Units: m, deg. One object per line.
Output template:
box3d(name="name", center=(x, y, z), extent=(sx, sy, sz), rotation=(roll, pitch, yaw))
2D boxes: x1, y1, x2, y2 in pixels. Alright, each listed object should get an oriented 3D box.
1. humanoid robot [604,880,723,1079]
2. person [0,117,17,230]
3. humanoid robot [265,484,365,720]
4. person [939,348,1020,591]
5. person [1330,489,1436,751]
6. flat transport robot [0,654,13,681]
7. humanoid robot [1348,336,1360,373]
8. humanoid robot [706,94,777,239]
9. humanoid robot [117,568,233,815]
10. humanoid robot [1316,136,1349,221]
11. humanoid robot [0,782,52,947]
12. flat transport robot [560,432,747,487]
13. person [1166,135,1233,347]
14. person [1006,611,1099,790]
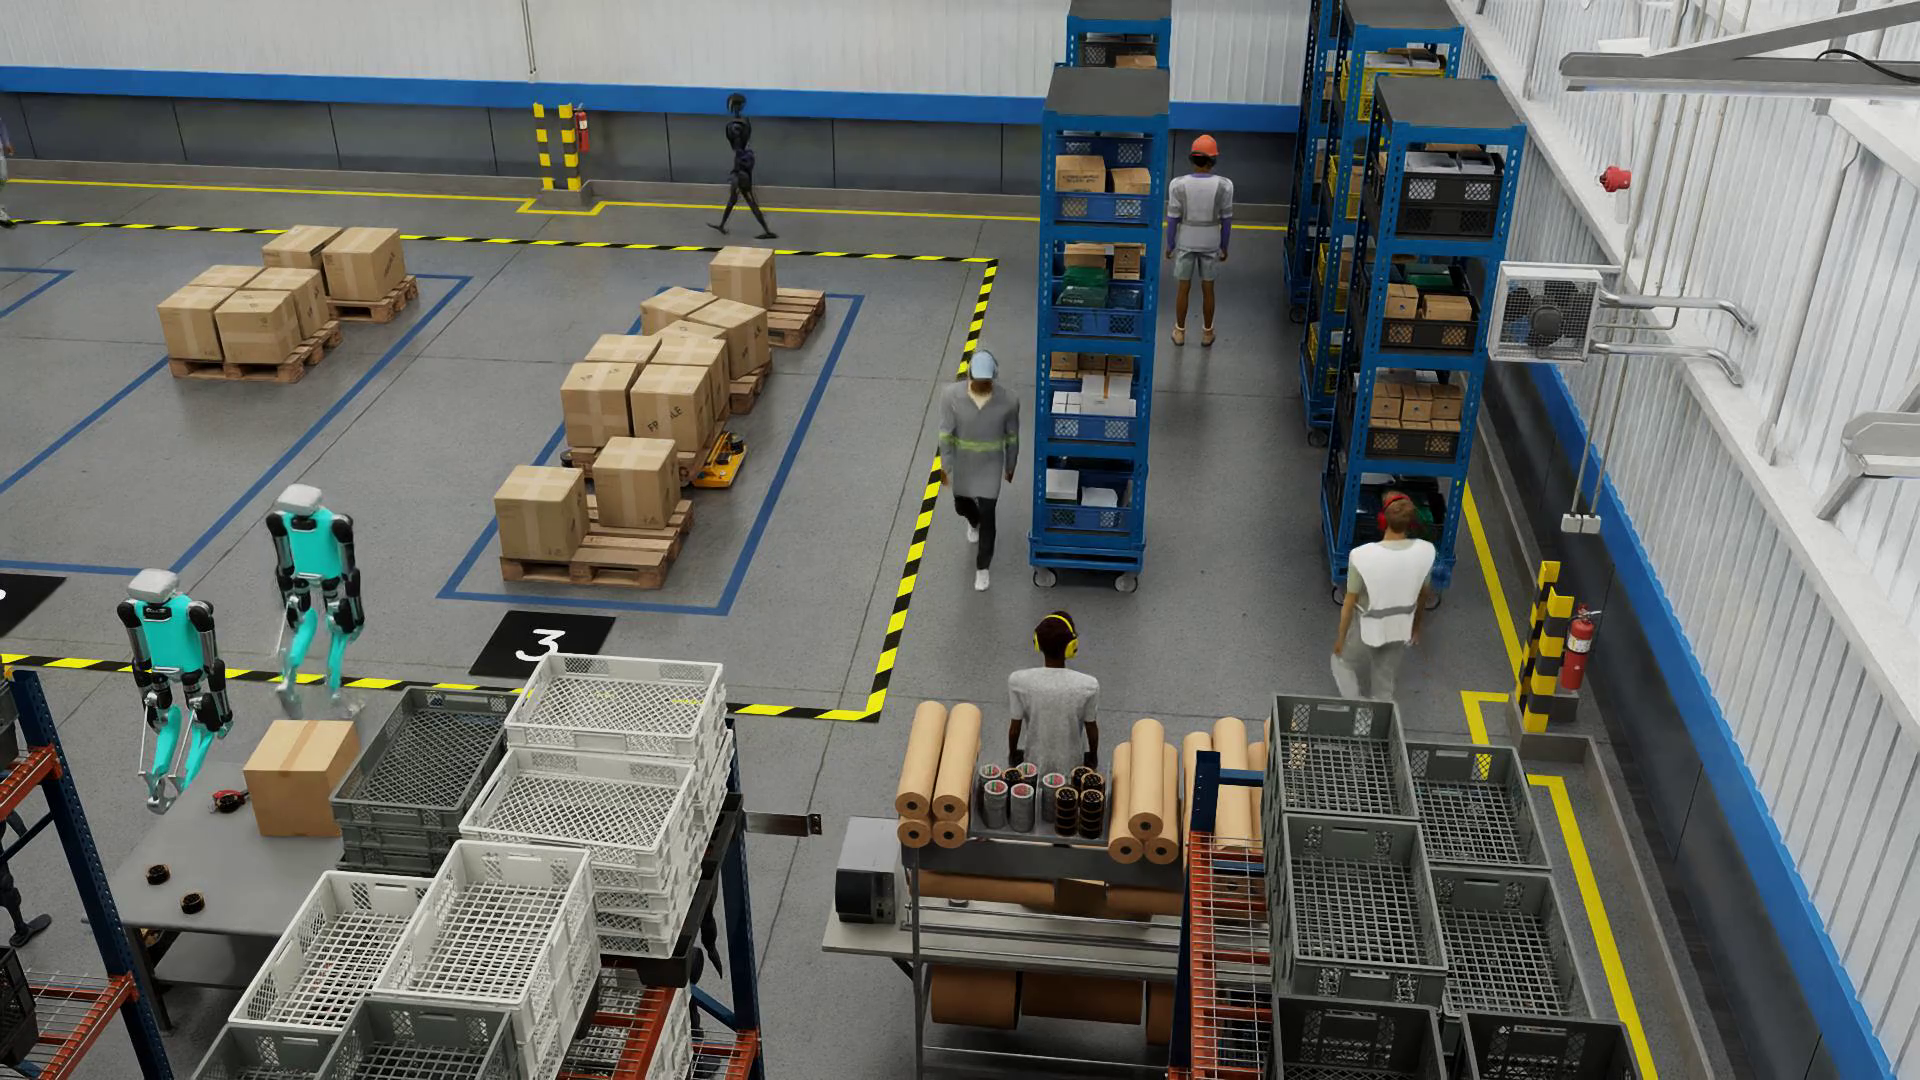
box3d(name="humanoid robot", center=(-1.441, 1.942, 7.927), extent=(0.599, 1.653, 0.315), rotation=(3, 30, 6))
box3d(name="person", center=(-11.081, -4.456, 18.797), extent=(0.728, 1.805, 0.598), rotation=(17, 34, 27))
box3d(name="humanoid robot", center=(-4.026, 0.598, 10.246), extent=(0.538, 1.788, 1.022), rotation=(4, 30, 6))
box3d(name="person", center=(0.147, -0.598, 12.145), extent=(0.579, 1.832, 0.743), rotation=(5, 31, 8))
box3d(name="person", center=(2.561, 0.537, 10.198), extent=(0.598, 1.828, 0.472), rotation=(-7, 31, -12))
box3d(name="flat transport robot", center=(-7.142, 0.969, 11.010), extent=(1.431, 0.231, 0.659), rotation=(3, 30, 6))
box3d(name="humanoid robot", center=(3.334, -1.208, 13.160), extent=(0.533, 1.673, 0.735), rotation=(3, 30, 6))
box3d(name="humanoid robot", center=(-2.461, -4.098, 18.357), extent=(0.797, 1.624, 0.599), rotation=(-2, 30, -3))
box3d(name="humanoid robot", center=(-4.431, 1.028, 9.315), extent=(0.533, 1.677, 0.735), rotation=(3, 30, 6))
box3d(name="humanoid robot", center=(3.947, -3.608, 17.478), extent=(0.379, 1.641, 0.617), rotation=(11, 32, 18))
box3d(name="humanoid robot", center=(-5.288, 1.439, 8.791), extent=(0.599, 1.653, 0.315), rotation=(3, 30, 6))
box3d(name="flat transport robot", center=(-2.554, -0.707, 13.861), extent=(1.431, 0.197, 0.652), rotation=(3, 30, 6))
box3d(name="person", center=(2.252, -2.816, 15.758), extent=(0.604, 2.035, 0.389), rotation=(4, 30, 6))
box3d(name="person", center=(0.506, 1.208, 9.014), extent=(0.514, 1.865, 0.328), rotation=(4, 30, 6))
